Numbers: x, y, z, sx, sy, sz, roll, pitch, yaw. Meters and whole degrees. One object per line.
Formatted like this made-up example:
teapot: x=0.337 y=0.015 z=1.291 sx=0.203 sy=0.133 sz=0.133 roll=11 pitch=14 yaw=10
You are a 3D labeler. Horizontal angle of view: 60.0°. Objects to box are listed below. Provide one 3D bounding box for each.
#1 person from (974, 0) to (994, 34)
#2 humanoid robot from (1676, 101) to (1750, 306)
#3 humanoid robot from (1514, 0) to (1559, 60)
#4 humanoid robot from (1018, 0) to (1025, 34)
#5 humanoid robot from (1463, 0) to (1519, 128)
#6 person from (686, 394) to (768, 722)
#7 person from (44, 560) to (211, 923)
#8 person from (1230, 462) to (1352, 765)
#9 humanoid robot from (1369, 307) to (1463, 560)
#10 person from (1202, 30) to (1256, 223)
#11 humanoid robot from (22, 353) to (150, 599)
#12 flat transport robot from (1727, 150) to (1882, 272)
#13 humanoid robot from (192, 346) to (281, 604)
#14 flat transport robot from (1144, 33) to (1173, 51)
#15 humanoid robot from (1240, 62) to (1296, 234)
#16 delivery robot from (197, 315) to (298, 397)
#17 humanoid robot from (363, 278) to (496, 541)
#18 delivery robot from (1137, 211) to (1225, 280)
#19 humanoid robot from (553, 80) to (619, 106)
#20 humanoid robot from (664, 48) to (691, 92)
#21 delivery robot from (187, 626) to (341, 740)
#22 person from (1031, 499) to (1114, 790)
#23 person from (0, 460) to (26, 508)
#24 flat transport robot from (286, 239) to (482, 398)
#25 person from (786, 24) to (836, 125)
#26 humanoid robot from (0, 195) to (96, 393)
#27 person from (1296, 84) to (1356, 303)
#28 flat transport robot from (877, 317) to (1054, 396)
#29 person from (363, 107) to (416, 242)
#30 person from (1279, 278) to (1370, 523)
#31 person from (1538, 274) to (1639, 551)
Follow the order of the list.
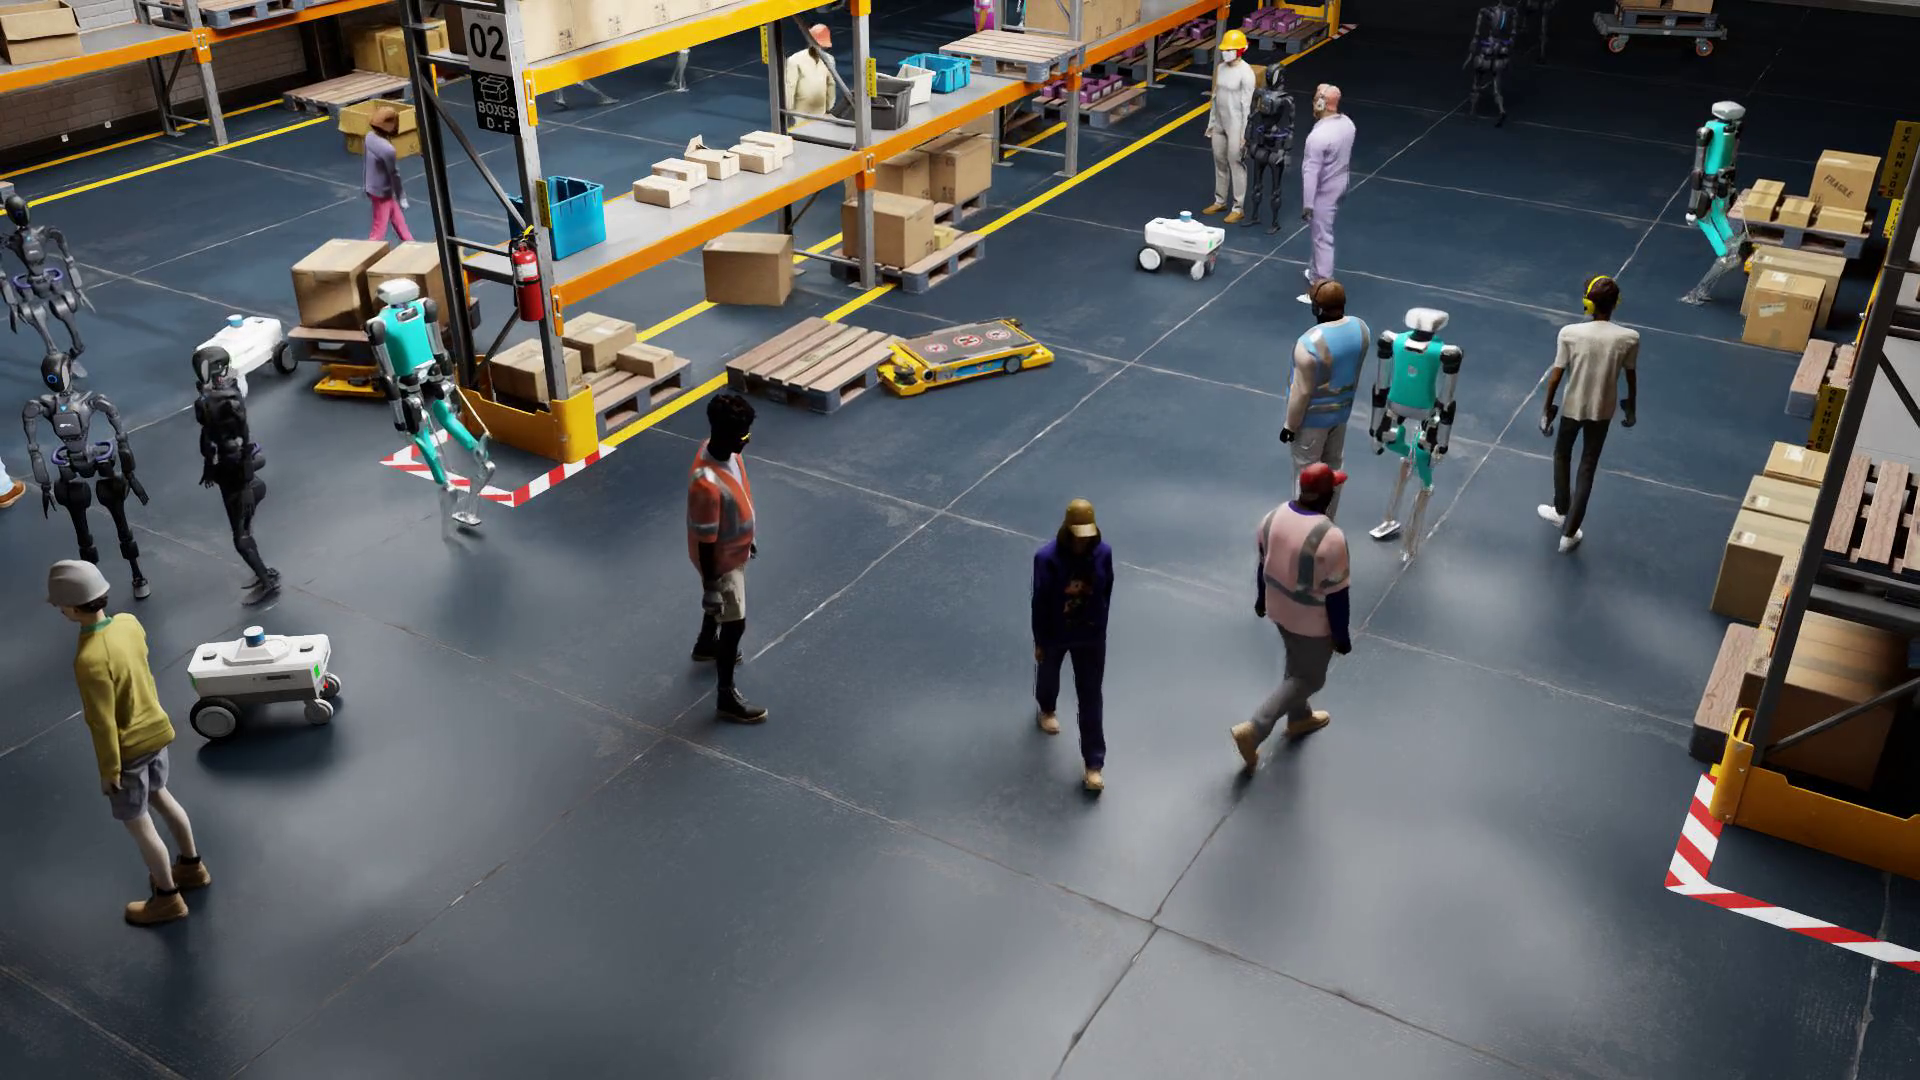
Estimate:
person: x=0.316 y=-6.349 z=20.570 sx=0.339 sy=1.847 sz=0.506 roll=11 pitch=31 yaw=18
humanoid robot: x=6.695 y=-2.887 z=14.541 sx=0.530 sy=1.787 sz=0.681 roll=-17 pitch=33 yaw=-27
humanoid robot: x=7.894 y=-7.395 z=22.637 sx=0.590 sy=1.628 sz=0.767 roll=-1 pitch=29 yaw=-1
humanoid robot: x=0.936 y=-7.475 z=22.711 sx=0.530 sy=1.805 sz=0.847 roll=17 pitch=34 yaw=27
humanoid robot: x=6.311 y=-5.728 z=19.669 sx=0.585 sy=1.638 sz=0.671 roll=-7 pitch=30 yaw=-11
person: x=-1.332 y=0.052 z=9.154 sx=0.568 sy=1.941 sz=0.822 roll=1 pitch=30 yaw=2
person: x=-3.821 y=0.925 z=7.674 sx=0.412 sy=1.879 sz=0.491 roll=0 pitch=29 yaw=0
person: x=1.764 y=0.395 z=8.757 sx=0.708 sy=1.729 sz=0.616 roll=-13 pitch=32 yaw=-22
humanoid robot: x=2.964 y=-0.727 z=10.740 sx=0.533 sy=1.782 sz=0.781 roll=17 pitch=34 yaw=28
person: x=2.684 y=-4.139 z=16.621 sx=0.379 sy=1.888 sz=0.562 roll=-17 pitch=34 yaw=-28
humanoid robot: x=-5.311 y=-0.372 z=10.154 sx=0.599 sy=1.657 sz=0.315 roll=-8 pitch=30 yaw=-14
flat transport robot: x=7.961 y=-2.793 z=15.882 sx=0.659 sy=0.231 sz=1.431 roll=16 pitch=33 yaw=27
humanoid robot: x=-4.486 y=-0.416 z=10.243 sx=0.599 sy=1.652 sz=0.332 roll=24 pitch=37 yaw=35
flat transport robot: x=2.569 y=-6.914 z=23.172 sx=0.659 sy=0.231 sz=1.431 roll=17 pitch=34 yaw=27
humanoid robot: x=3.038 y=-3.840 z=16.289 sx=0.315 sy=1.657 sz=0.599 roll=-24 pitch=37 yaw=-36
delivery robot: x=-5.735 y=-1.513 z=13.331 sx=0.499 sy=0.598 sz=0.789 roll=8 pitch=30 yaw=13
humanoid robot: x=-3.363 y=-0.747 z=10.878 sx=0.764 sy=1.885 sz=0.541 roll=19 pitch=34 yaw=29
delivery robot: x=2.076 y=-2.777 z=15.551 sx=0.741 sy=0.582 sz=0.520 roll=16 pitch=33 yaw=26
humanoid robot: x=-4.714 y=-6.054 z=20.209 sx=1.027 sy=1.767 sz=0.544 roll=-20 pitch=35 yaw=-32
humanoid robot: x=-3.666 y=-6.620 z=21.192 sx=0.829 sy=1.802 sz=0.576 roll=3 pitch=30 yaw=6
delivery robot: x=-3.917 y=0.770 z=9.309 sx=0.811 sy=0.613 sz=0.499 roll=-4 pitch=30 yaw=-8
person: x=0.585 y=0.481 z=8.754 sx=0.449 sy=1.575 sz=0.864 roll=-4 pitch=30 yaw=-7
person: x=-6.850 y=-1.123 z=11.180 sx=0.610 sy=1.991 sz=0.389 roll=-5 pitch=30 yaw=-9
flat transport robot: x=-4.671 y=-1.538 z=13.663 sx=0.659 sy=0.231 sz=1.431 roll=4 pitch=30 yaw=7
person: x=-1.544 y=-4.554 z=17.527 sx=0.597 sy=1.713 sz=0.415 roll=-19 pitch=35 yaw=-30
humanoid robot: x=-7.101 y=-1.909 z=12.897 sx=0.602 sy=1.640 sz=0.553 roll=-21 pitch=36 yaw=-33
person: x=3.220 y=-3.069 z=14.736 sx=0.498 sy=1.884 sz=0.699 roll=21 pitch=35 yaw=32
flat transport robot: x=-0.003 y=-1.512 z=13.615 sx=1.431 sy=0.231 sz=0.659 roll=-15 pitch=33 yaw=-25
person: x=-5.196 y=-3.183 z=15.228 sx=0.835 sy=1.576 sz=0.556 roll=-19 pitch=35 yaw=-30
person: x=2.313 y=-0.814 z=10.791 sx=0.618 sy=1.838 sz=0.430 roll=-21 pitch=36 yaw=-32
person: x=4.107 y=-0.832 z=10.814 sx=0.607 sy=1.843 sz=0.549 roll=9 pitch=31 yaw=15
